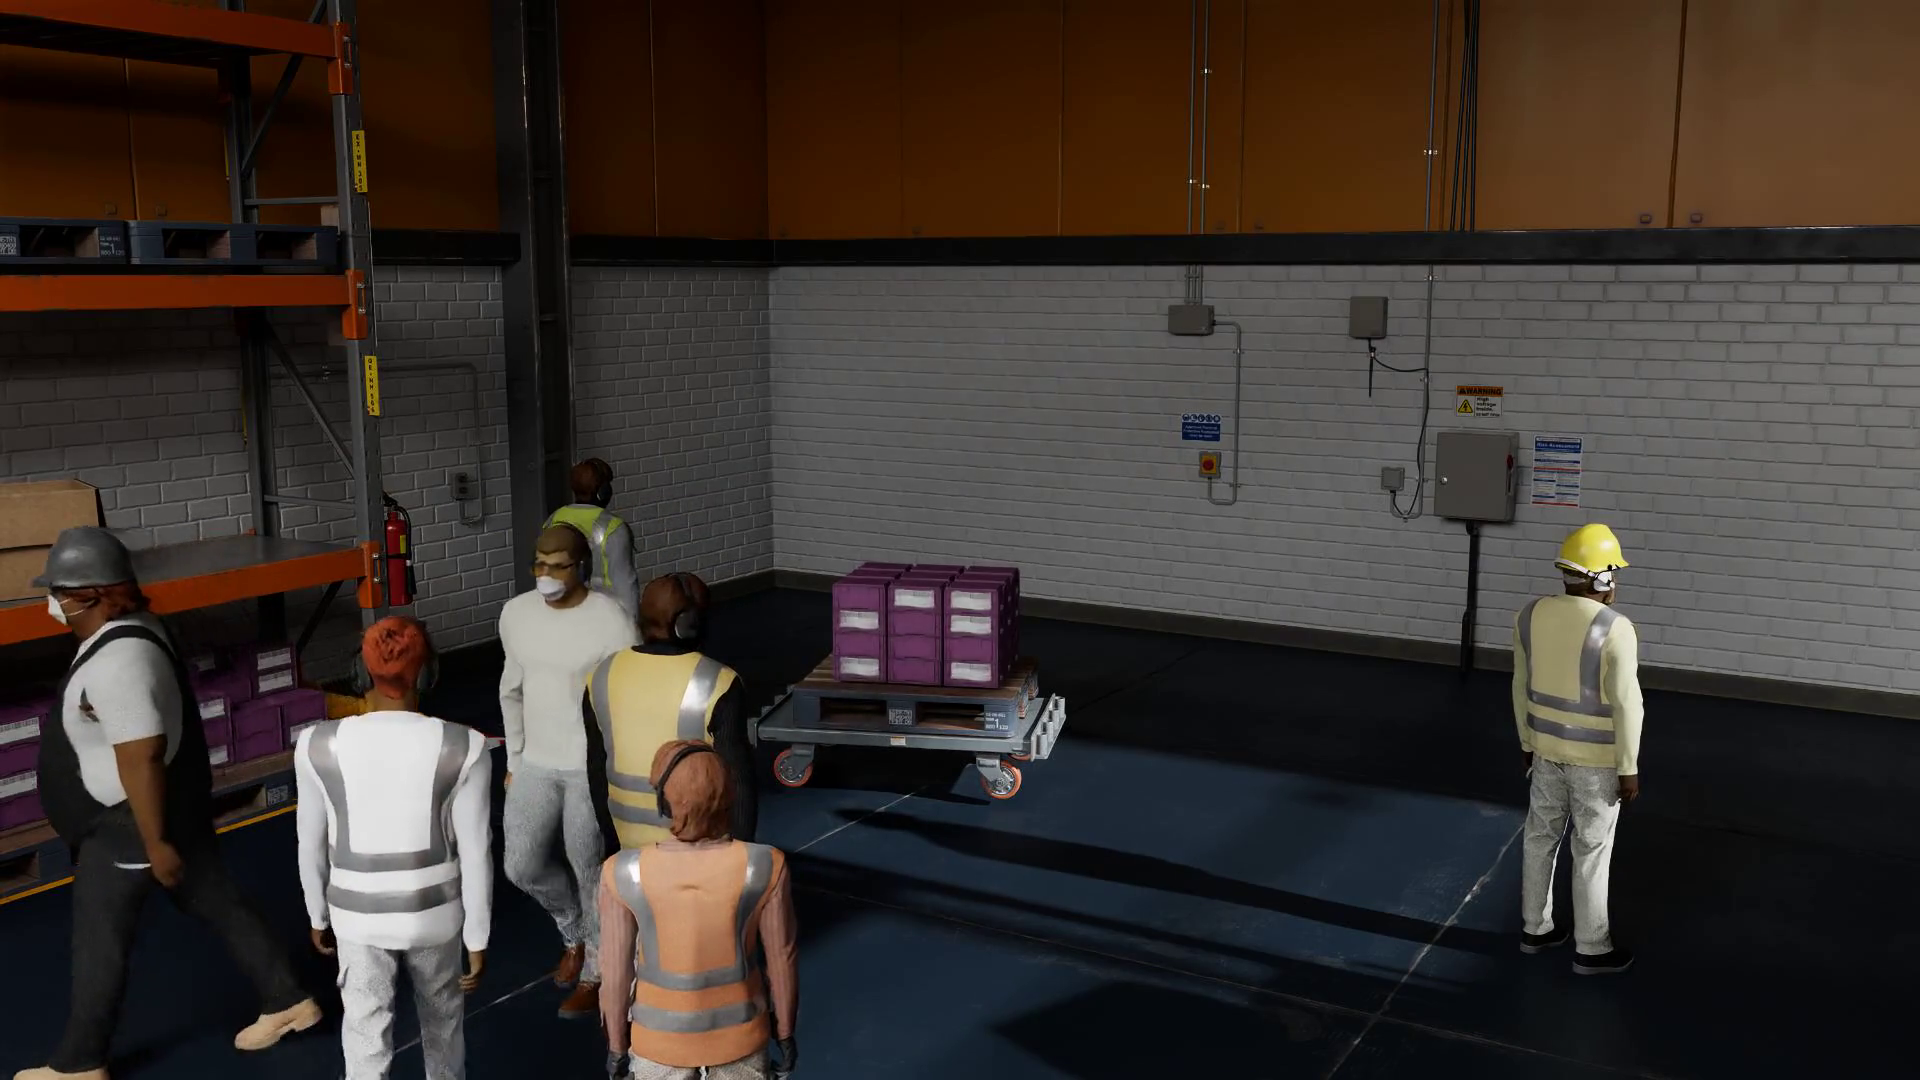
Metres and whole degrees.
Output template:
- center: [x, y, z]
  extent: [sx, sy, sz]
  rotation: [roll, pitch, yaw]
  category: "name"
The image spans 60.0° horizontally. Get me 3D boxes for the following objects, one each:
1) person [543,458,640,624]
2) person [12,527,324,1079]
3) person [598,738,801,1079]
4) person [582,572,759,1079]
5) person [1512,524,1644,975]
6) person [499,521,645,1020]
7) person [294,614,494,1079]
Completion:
- center: [-1.972, 0.471, 9.092]
  extent: [0.626, 1.846, 0.429]
  rotation: [6, 11, 33]
  category: "person"
- center: [-2.811, 0.891, 5.862]
  extent: [0.991, 2.000, 0.689]
  rotation: [-2, 9, -13]
  category: "person"
- center: [-0.678, 1.327, 4.372]
  extent: [0.522, 1.645, 0.305]
  rotation: [-1, 9, -8]
  category: "person"
- center: [-0.958, 1.019, 5.687]
  extent: [0.629, 1.840, 0.429]
  rotation: [4, 10, 23]
  category: "person"
- center: [2.535, 0.843, 6.802]
  extent: [0.403, 1.834, 0.589]
  rotation: [-5, 11, -30]
  category: "person"
- center: [-1.482, 0.876, 6.320]
  extent: [0.651, 1.919, 0.426]
  rotation: [4, 10, 22]
  category: "person"
- center: [-1.667, 1.139, 4.937]
  extent: [0.571, 1.848, 0.957]
  rotation: [-2, 9, -13]
  category: "person"
